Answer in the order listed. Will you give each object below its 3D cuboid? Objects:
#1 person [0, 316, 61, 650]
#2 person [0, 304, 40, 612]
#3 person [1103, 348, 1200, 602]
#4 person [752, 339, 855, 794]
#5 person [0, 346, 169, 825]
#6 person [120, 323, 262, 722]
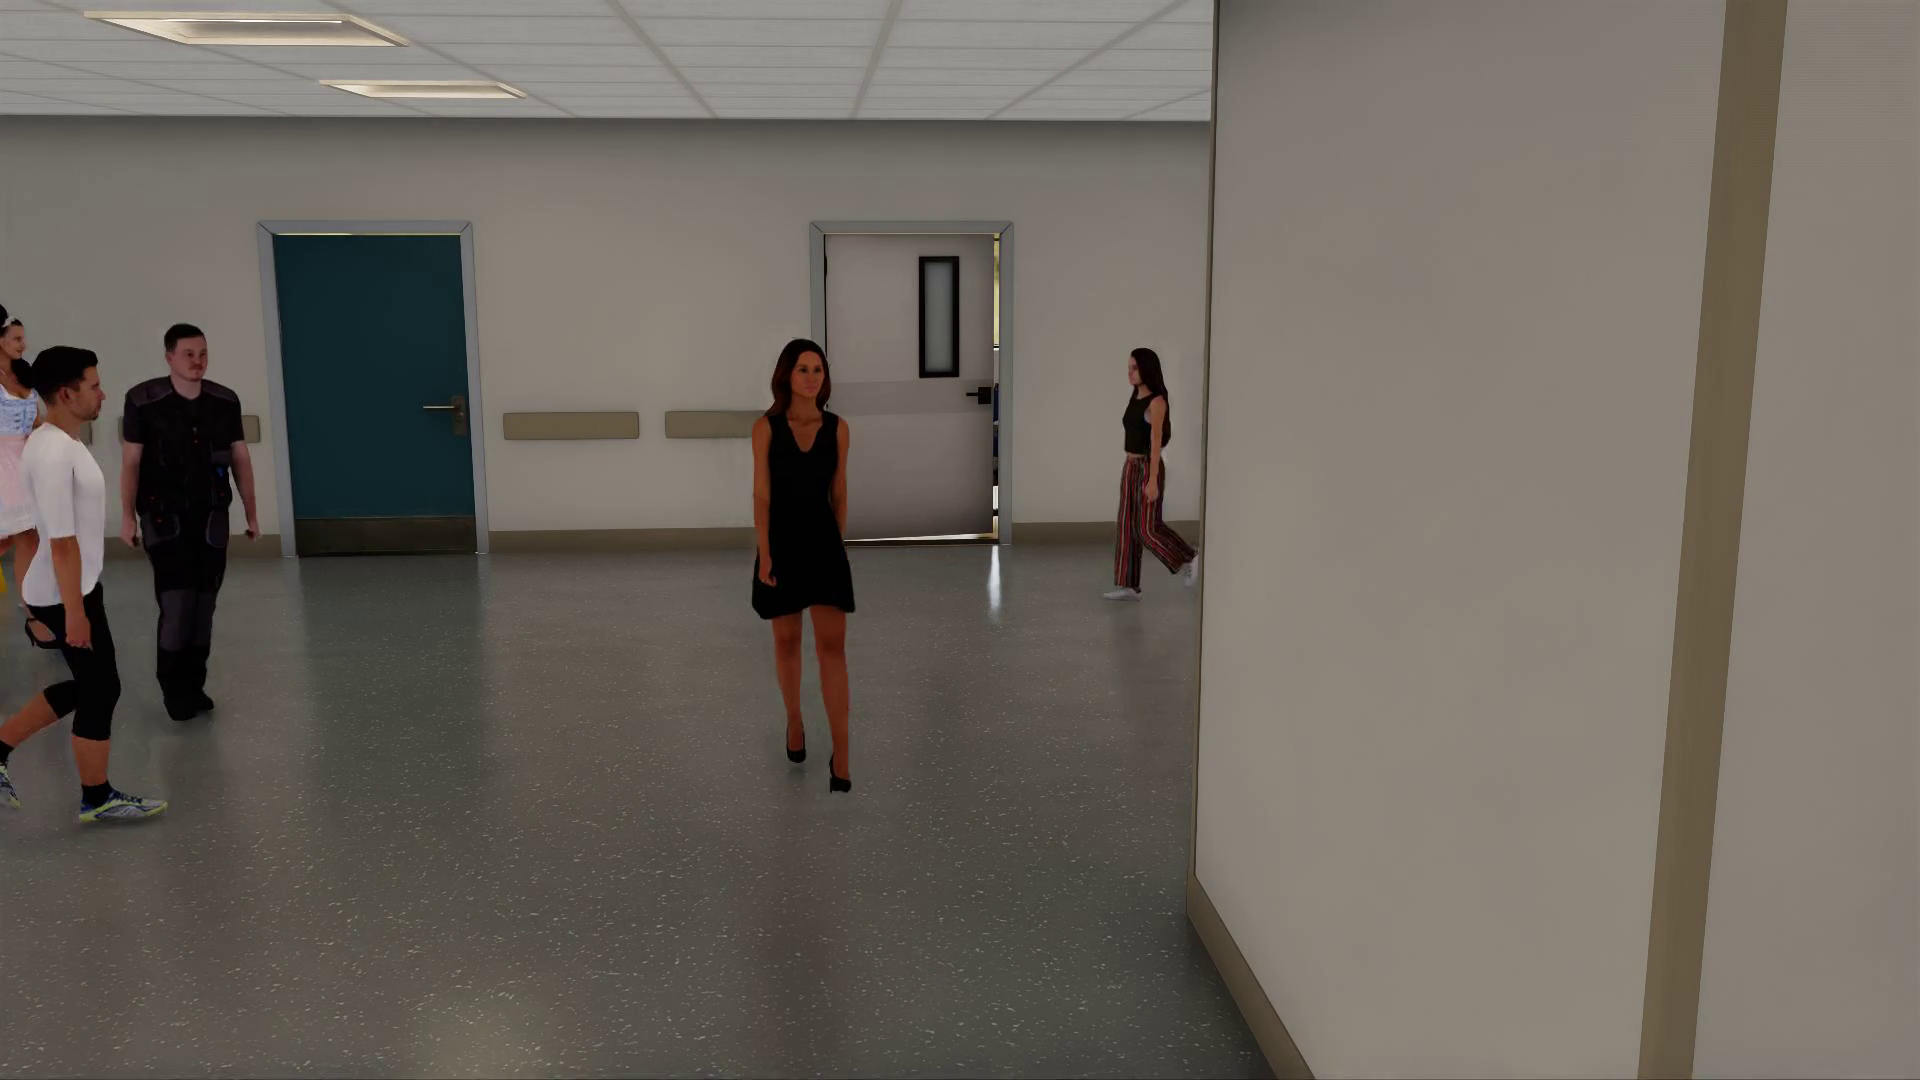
[{"bbox_3d":[-5.224,-0.289,8.995,1.248,1.773,0.936,3,11,16],"label":"person"},{"bbox_3d":[-5.463,-0.456,9.733,0.903,1.827,0.694,-1,11,-5],"label":"person"},{"bbox_3d":[1.188,-0.388,10.118,0.962,1.550,0.740,-4,12,-22],"label":"person"},{"bbox_3d":[-0.682,0.106,6.847,1.040,1.797,0.740,-3,11,-14],"label":"person"},{"bbox_3d":[-3.412,0.211,6.203,1.035,1.832,0.872,-6,12,-27],"label":"person"},{"bbox_3d":[-3.676,-0.096,7.834,0.870,1.826,0.936,-10,15,-43],"label":"person"}]
